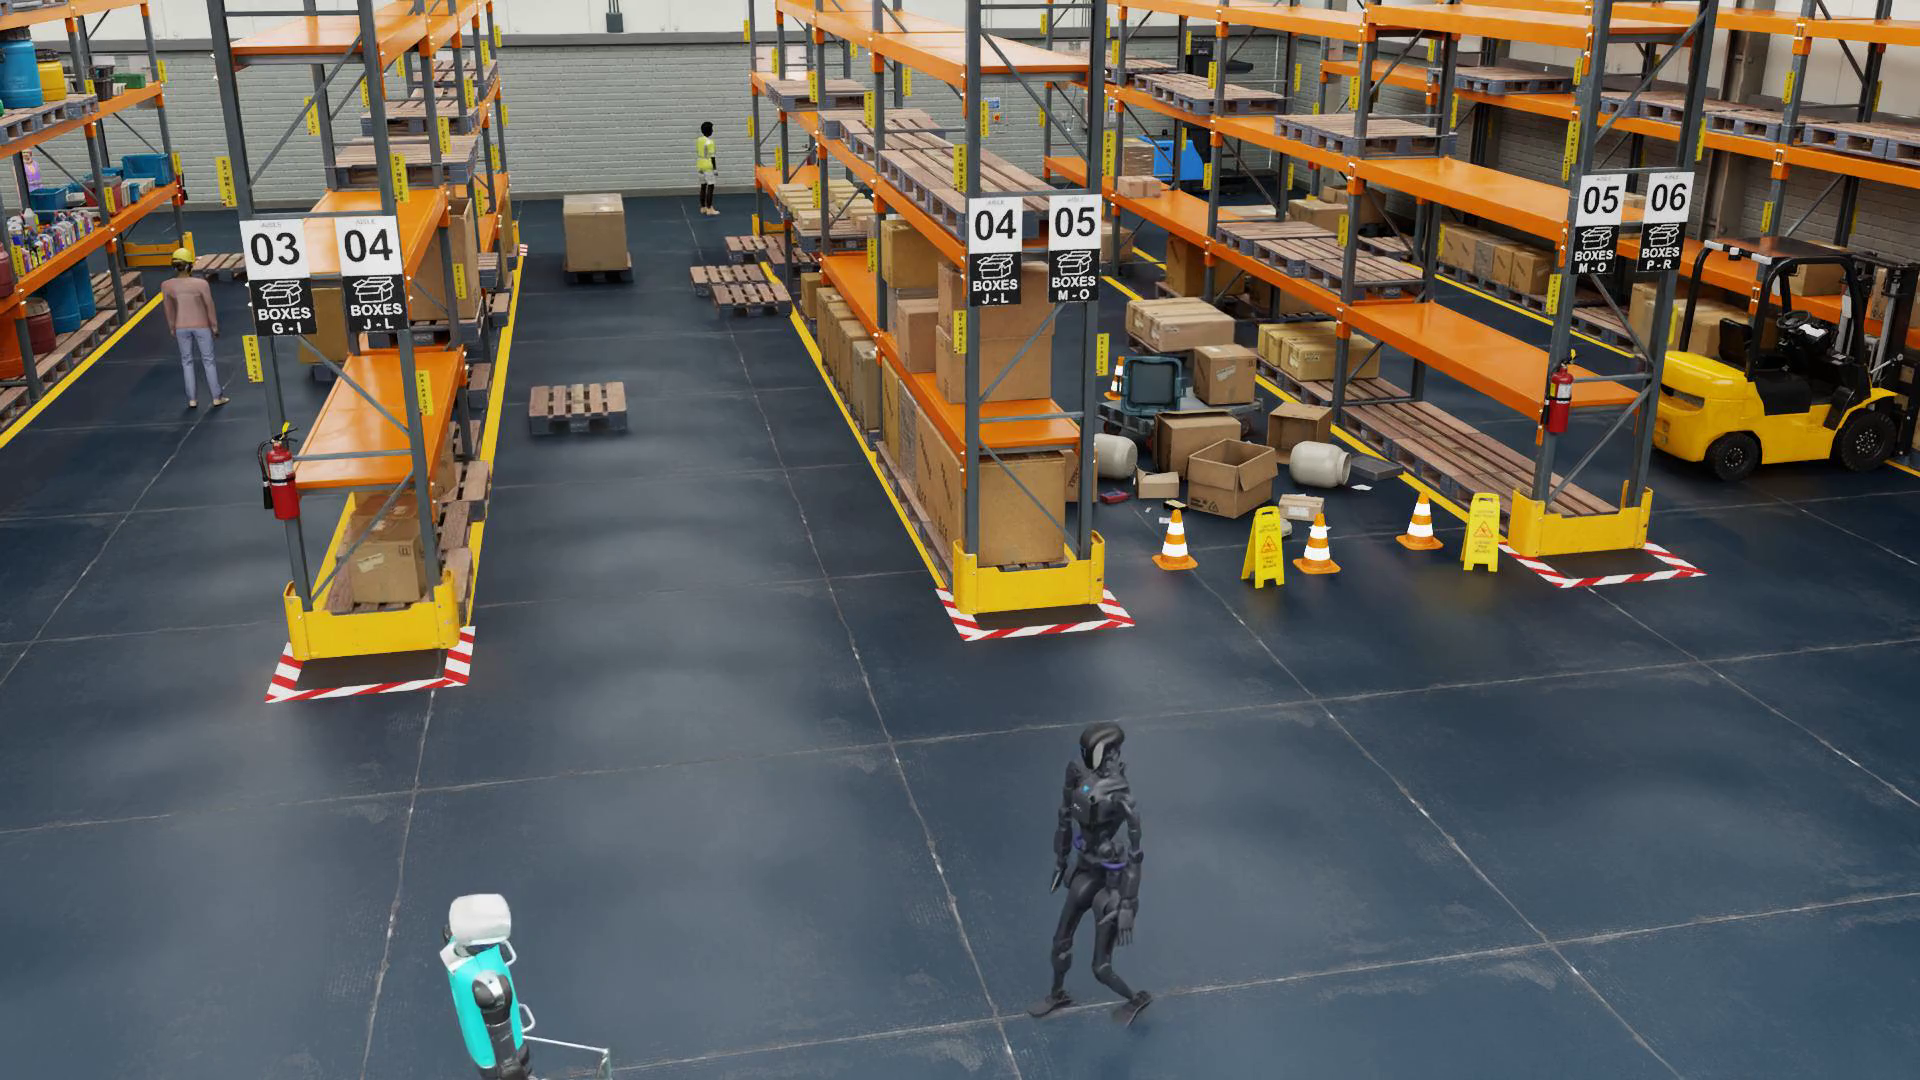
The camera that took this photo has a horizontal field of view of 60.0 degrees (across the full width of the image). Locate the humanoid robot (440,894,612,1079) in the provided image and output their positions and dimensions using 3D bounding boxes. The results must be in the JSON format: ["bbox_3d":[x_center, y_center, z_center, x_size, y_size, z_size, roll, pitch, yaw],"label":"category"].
[{"bbox_3d":[-1.612,2.099,6.424,0.982,1.736,0.542,-12,23,-29],"label":"humanoid robot"}]

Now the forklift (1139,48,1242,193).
[{"bbox_3d":[4.566,-8.313,32.860,1.873,2.768,1.129,-4,21,-12],"label":"forklift"}]

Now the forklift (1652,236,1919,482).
[{"bbox_3d":[8.013,-1.814,16.330,2.313,2.155,1.214,-4,21,-12],"label":"forklift"}]

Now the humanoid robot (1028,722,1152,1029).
[{"bbox_3d":[0.674,1.602,7.907,0.504,1.643,0.593,-14,24,-33],"label":"humanoid robot"}]

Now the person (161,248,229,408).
[{"bbox_3d":[-8.451,-2.330,18.340,0.523,1.759,0.325,-3,21,-8],"label":"person"}]

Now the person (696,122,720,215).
[{"bbox_3d":[-4.638,-6.814,30.516,0.321,1.687,0.537,-16,26,-37],"label":"person"}]

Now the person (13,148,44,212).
[{"bbox_3d":[-15.239,-5.626,27.305,0.349,1.692,0.483,8,22,21],"label":"person"}]
